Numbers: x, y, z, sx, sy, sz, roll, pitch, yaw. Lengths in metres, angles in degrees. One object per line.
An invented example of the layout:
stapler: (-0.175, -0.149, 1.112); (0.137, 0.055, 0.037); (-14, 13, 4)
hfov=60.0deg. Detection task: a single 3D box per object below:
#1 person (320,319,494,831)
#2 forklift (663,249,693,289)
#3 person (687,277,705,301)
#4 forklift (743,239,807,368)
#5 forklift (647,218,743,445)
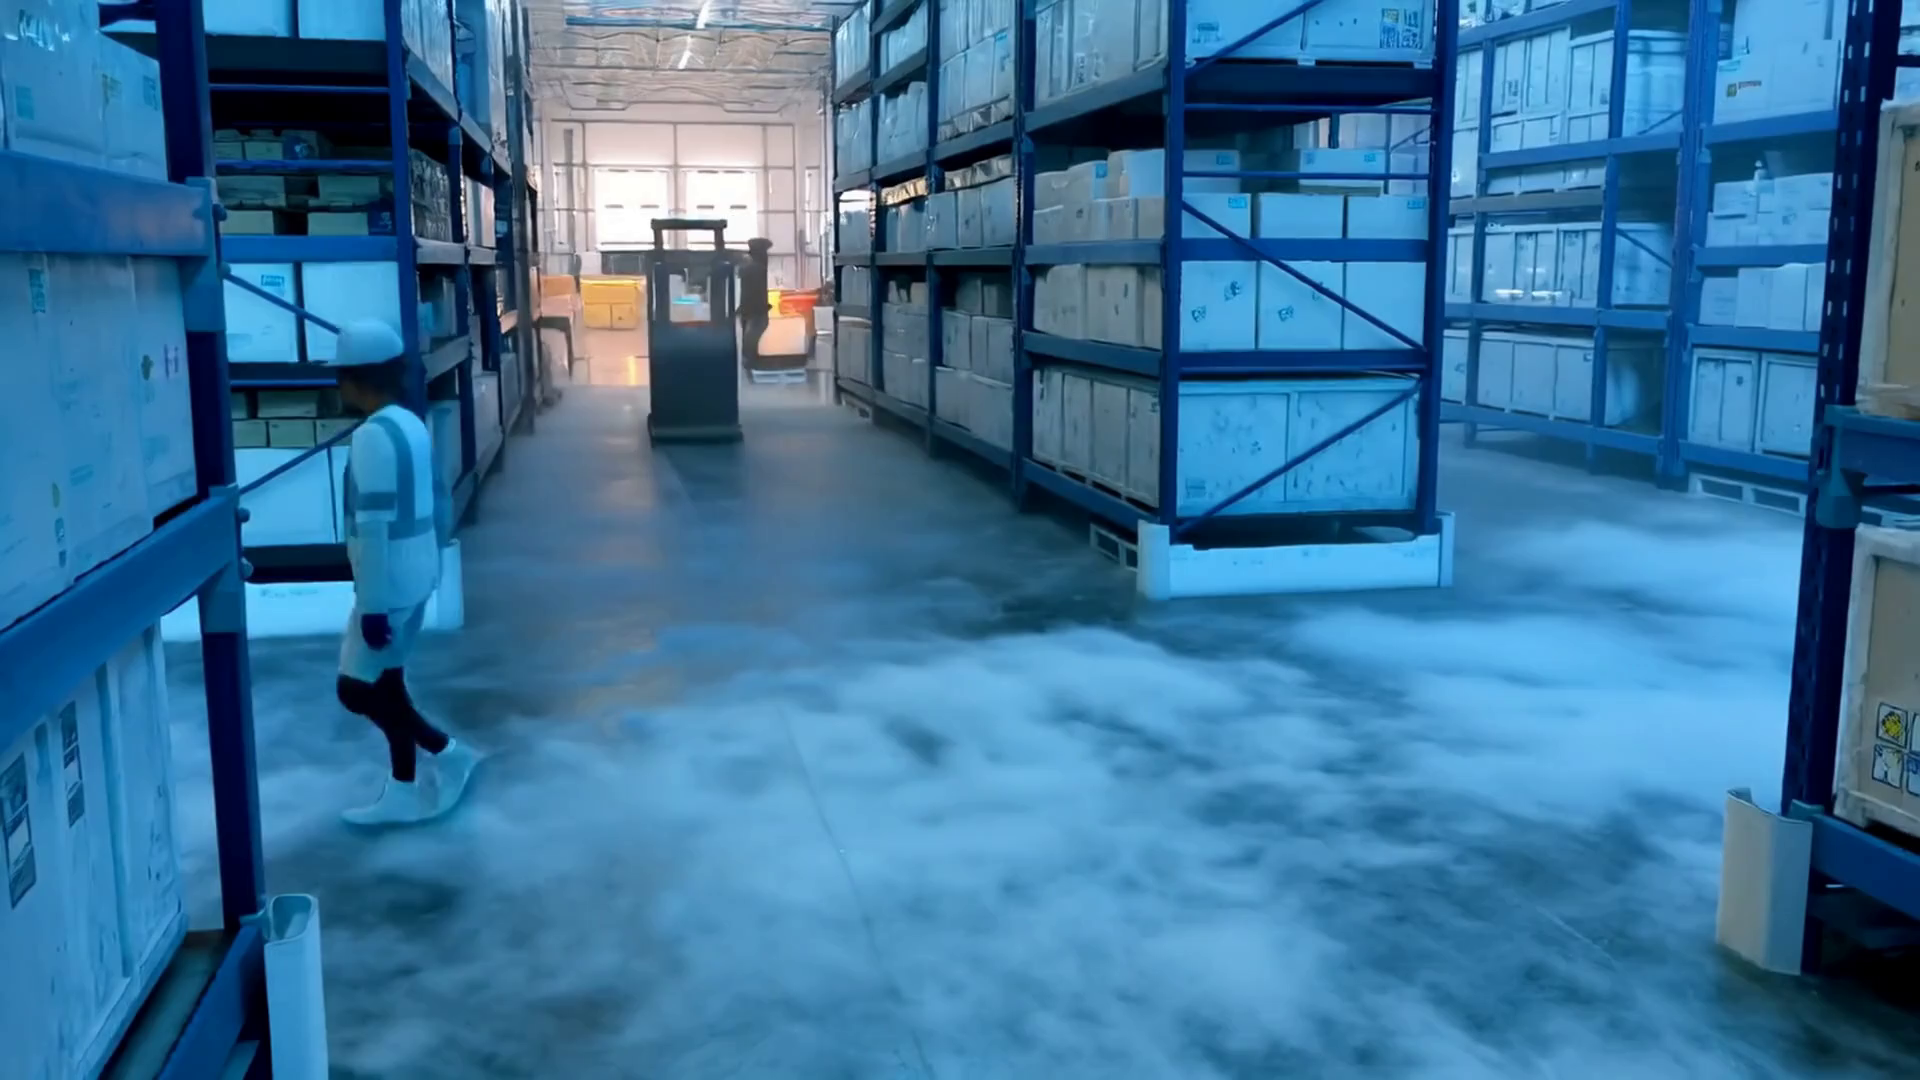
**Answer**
person: (-2.165, 0.163, 6.429); (0.526, 2.023, 0.626); (0, 9, -3)
forklift: (-9.250, -8.206, 54.841); (1.129, 2.768, 1.873); (-7, 12, -38)
person: (-8.093, -7.094, 50.971); (0.628, 1.931, 0.383); (4, 10, 23)
forklift: (-4.349, -5.159, 36.268); (1.873, 2.768, 1.129); (-2, 10, -12)
forklift: (-3.436, -2.690, 21.217); (1.129, 2.768, 1.873); (-2, 10, -12)
